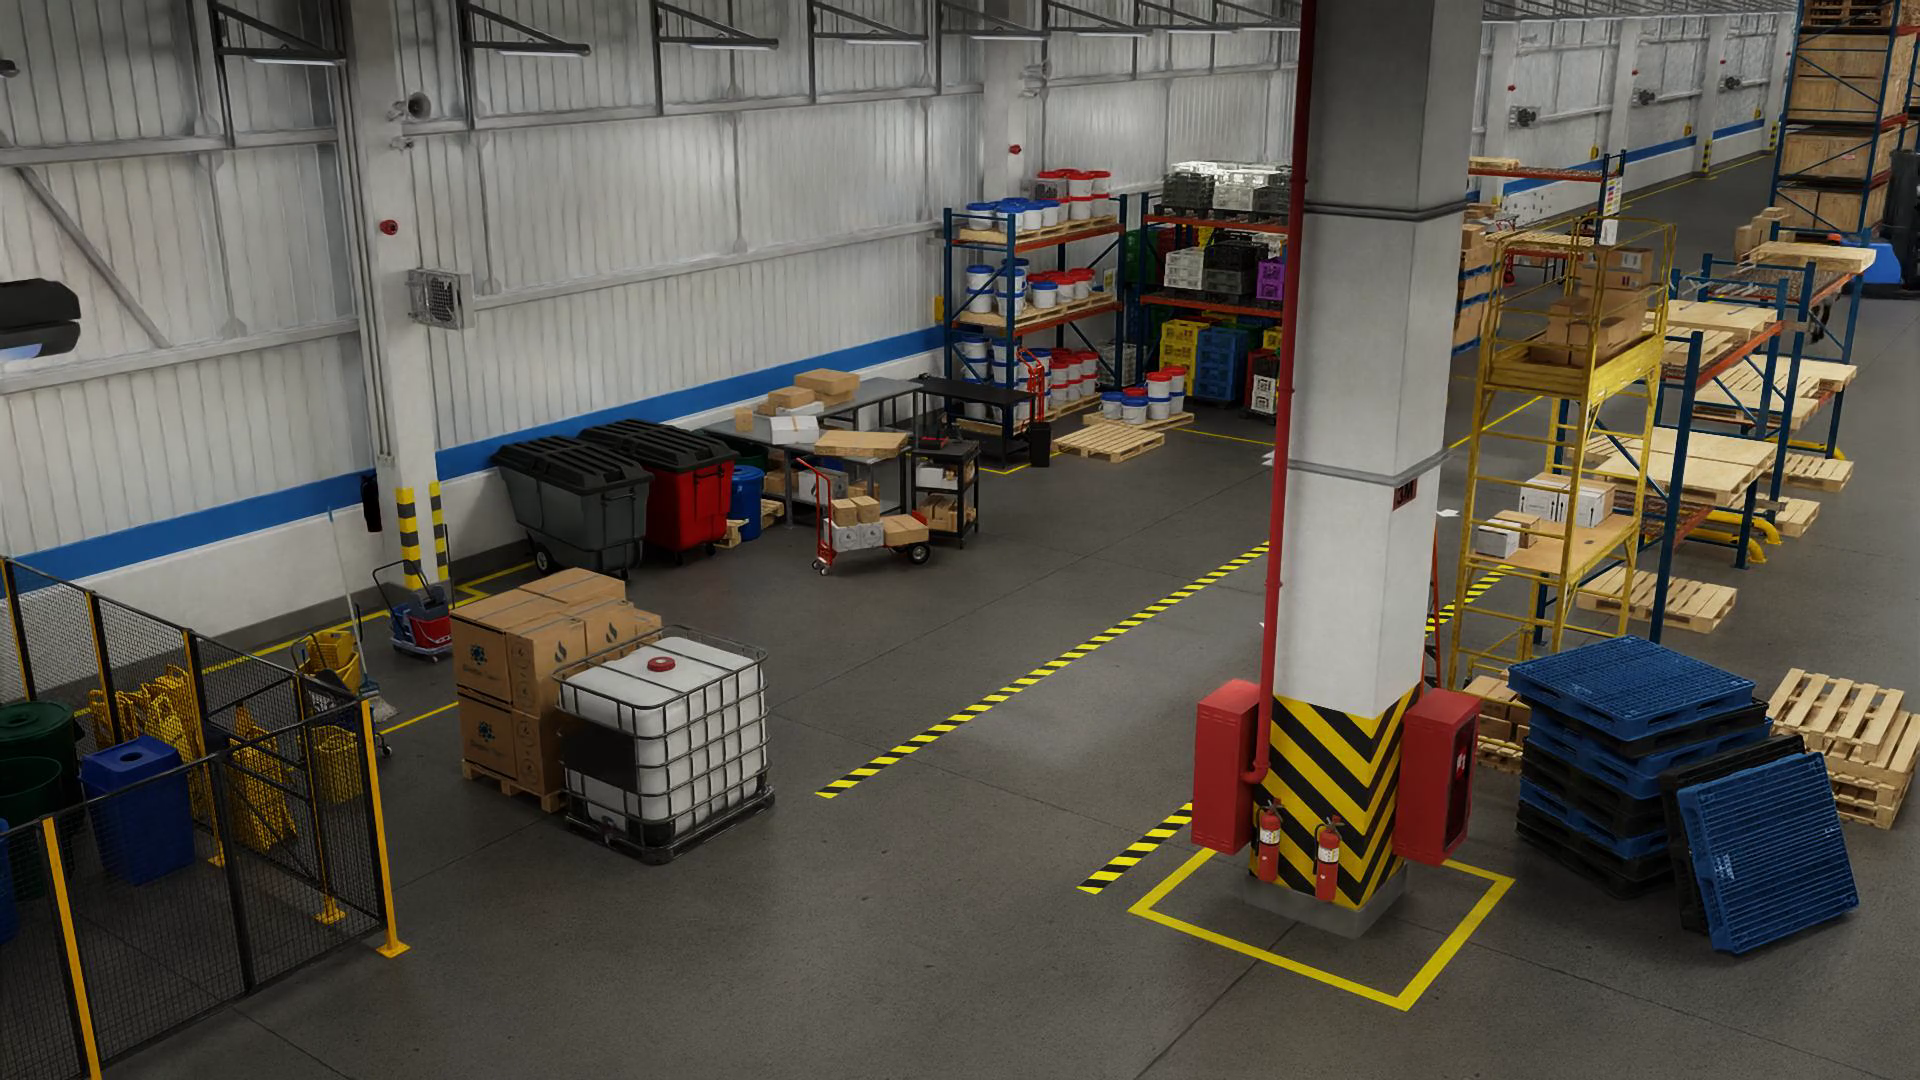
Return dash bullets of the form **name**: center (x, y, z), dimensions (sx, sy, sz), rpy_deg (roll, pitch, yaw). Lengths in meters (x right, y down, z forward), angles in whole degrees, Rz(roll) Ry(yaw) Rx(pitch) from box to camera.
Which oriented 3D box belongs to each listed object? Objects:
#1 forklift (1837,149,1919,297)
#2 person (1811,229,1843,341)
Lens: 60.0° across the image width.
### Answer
- **forklift**: center (18.357, -6.218, 32.652), dimensions (1.873, 2.768, 1.129), rpy_deg (4, 19, 13)
- **person**: center (14.809, -4.341, 28.441), dimensions (0.553, 1.913, 0.786), rpy_deg (10, 20, 27)
